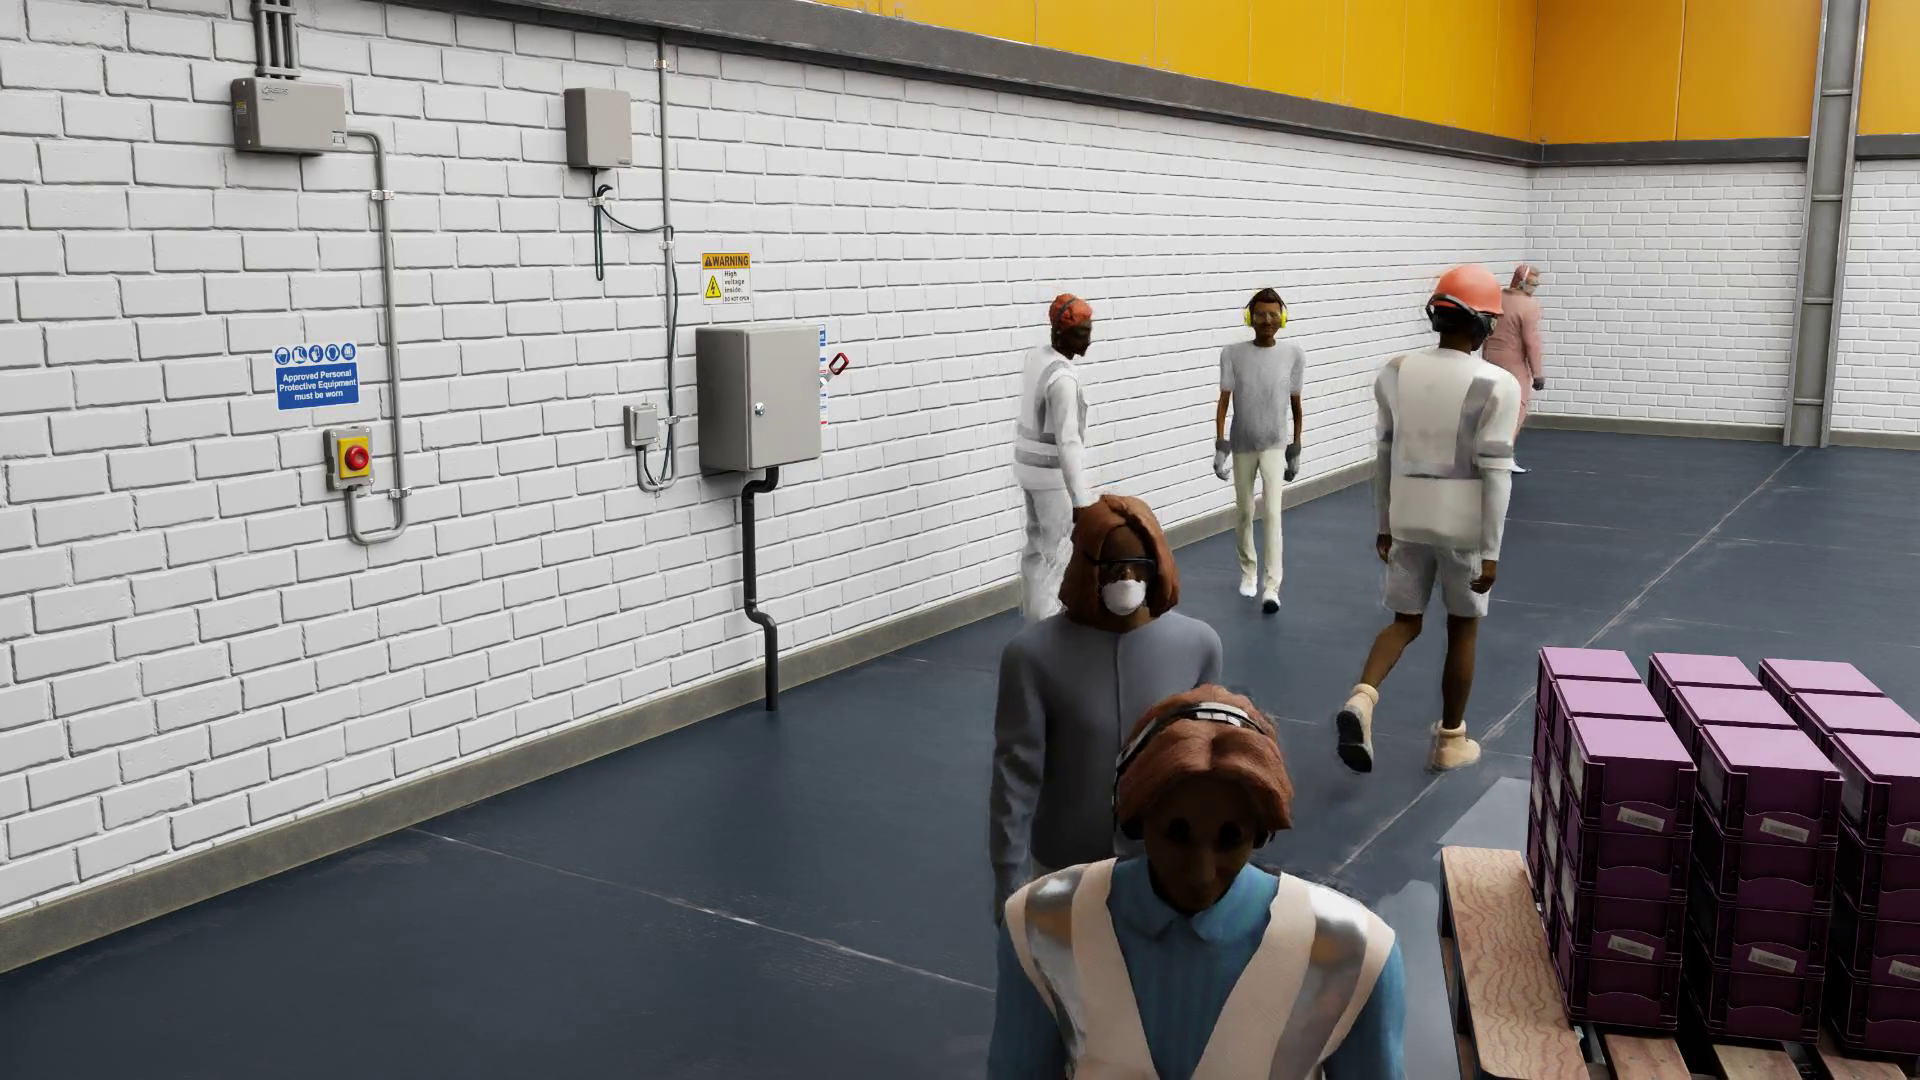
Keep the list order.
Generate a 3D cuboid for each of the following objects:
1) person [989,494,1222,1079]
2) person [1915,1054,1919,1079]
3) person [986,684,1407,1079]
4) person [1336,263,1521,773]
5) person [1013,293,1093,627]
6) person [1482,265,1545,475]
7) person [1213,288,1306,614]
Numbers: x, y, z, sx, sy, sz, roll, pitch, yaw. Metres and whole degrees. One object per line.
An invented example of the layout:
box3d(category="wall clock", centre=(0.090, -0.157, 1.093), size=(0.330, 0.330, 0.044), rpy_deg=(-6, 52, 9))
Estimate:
box3d(category="person", centre=(0.307, 0.674, 3.603), size=(0.515, 1.585, 0.885), rpy_deg=(-1, 10, -6))
box3d(category="person", centre=(1.123, 0.921, 1.566), size=(0.575, 1.818, 0.665), rpy_deg=(-5, 11, -27))
box3d(category="person", centre=(0.309, 0.936, 2.116), size=(0.514, 1.592, 0.806), rpy_deg=(4, 11, 22))
box3d(category="person", centre=(1.799, -0.047, 6.392), size=(0.616, 2.019, 0.746), rpy_deg=(10, 14, 42))
box3d(category="person", centre=(0.437, -0.277, 8.143), size=(0.346, 1.857, 0.685), rpy_deg=(-2, 10, -12))
box3d(category="person", centre=(4.997, -1.546, 15.096), size=(0.486, 1.881, 0.797), rpy_deg=(-4, 11, -19))
box3d(category="person", centre=(1.711, -0.513, 9.515), size=(0.497, 1.820, 0.989), rpy_deg=(2, 10, 12))
